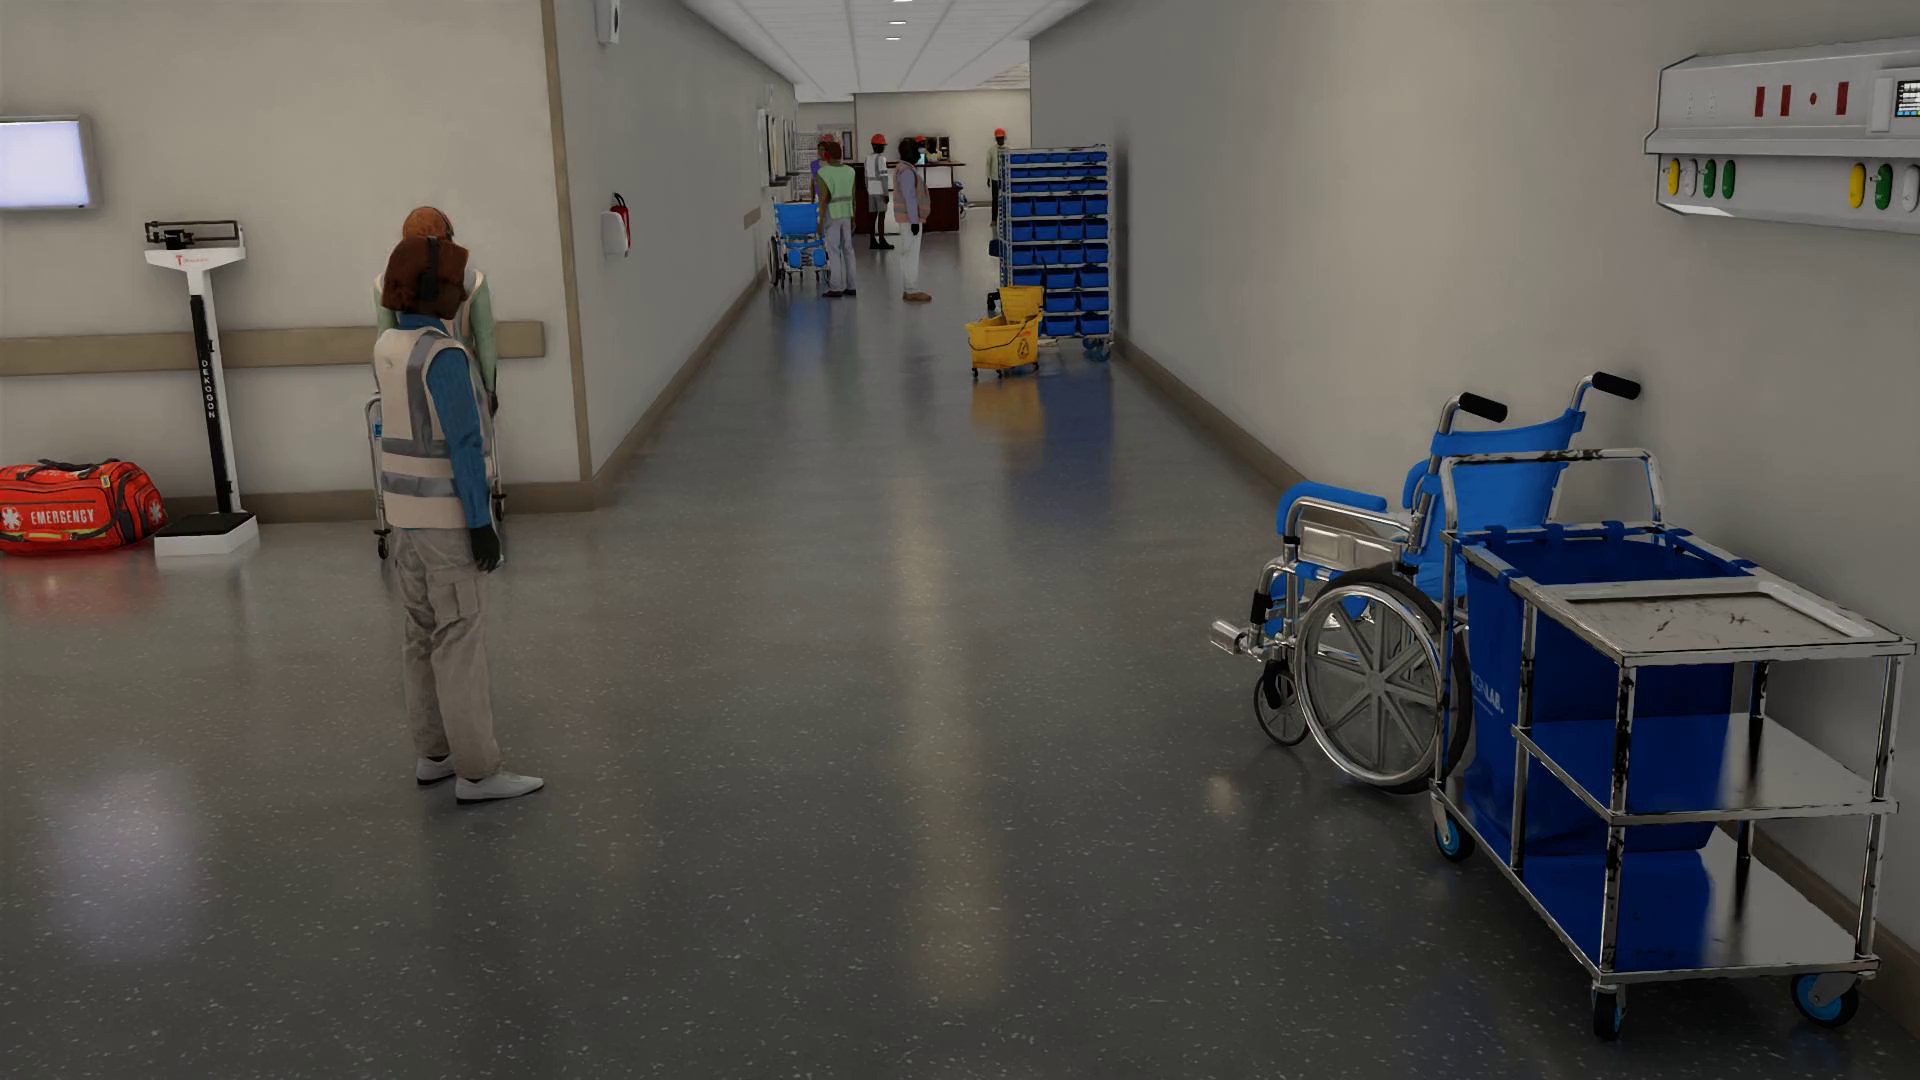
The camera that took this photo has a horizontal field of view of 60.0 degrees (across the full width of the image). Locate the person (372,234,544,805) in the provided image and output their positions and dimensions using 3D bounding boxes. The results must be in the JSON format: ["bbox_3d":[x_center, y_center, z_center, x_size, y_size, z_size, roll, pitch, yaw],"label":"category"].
[{"bbox_3d":[-1.497,-0.051,4.811,0.314,1.639,0.514,-13,18,-38],"label":"person"}]

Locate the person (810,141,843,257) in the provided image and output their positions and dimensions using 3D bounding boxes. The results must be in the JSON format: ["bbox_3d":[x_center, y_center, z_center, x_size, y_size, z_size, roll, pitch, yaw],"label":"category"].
[{"bbox_3d":[-2.114,-5.427,26.551,0.570,1.842,0.377,3,14,19],"label":"person"}]

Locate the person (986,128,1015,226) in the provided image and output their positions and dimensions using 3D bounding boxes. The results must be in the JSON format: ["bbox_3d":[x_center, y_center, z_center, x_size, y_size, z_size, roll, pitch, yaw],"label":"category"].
[{"bbox_3d":[0.845,-7.488,34.354,0.611,1.995,0.380,0,14,6],"label":"person"}]

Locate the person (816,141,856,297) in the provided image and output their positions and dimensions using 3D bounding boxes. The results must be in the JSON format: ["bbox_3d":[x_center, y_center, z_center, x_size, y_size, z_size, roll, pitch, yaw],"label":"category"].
[{"bbox_3d":[-1.463,-3.840,19.946,0.570,1.843,0.373,-15,19,-43],"label":"person"}]

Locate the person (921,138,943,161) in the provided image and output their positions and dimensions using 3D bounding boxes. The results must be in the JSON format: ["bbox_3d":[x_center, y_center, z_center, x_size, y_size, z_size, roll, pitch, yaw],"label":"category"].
[{"bbox_3d":[-0.621,-8.202,37.809,0.626,1.837,0.429,-10,16,-31],"label":"person"}]

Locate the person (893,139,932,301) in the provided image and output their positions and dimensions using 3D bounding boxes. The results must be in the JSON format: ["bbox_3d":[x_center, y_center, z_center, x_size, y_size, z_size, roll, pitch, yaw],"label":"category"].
[{"bbox_3d":[-0.550,-3.694,19.245,0.429,1.847,0.627,-4,14,-8],"label":"person"}]

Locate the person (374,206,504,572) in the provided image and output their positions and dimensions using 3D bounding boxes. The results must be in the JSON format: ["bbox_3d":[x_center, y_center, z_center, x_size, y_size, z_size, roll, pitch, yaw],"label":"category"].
[{"bbox_3d":[-2.293,-0.645,7.364,0.505,1.631,0.311,-3,14,-5],"label":"person"}]

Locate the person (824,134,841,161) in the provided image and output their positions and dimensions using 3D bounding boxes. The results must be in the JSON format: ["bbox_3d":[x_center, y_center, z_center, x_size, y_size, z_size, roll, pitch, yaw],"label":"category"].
[{"bbox_3d":[-2.949,-8.338,38.309,0.399,1.985,0.621,7,16,31],"label":"person"}]

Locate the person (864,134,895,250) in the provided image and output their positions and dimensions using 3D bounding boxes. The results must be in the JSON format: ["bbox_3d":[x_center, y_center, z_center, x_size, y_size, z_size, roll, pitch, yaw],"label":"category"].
[{"bbox_3d":[-1.369,-5.913,28.268,0.373,1.933,0.551,-12,17,-37],"label":"person"}]
